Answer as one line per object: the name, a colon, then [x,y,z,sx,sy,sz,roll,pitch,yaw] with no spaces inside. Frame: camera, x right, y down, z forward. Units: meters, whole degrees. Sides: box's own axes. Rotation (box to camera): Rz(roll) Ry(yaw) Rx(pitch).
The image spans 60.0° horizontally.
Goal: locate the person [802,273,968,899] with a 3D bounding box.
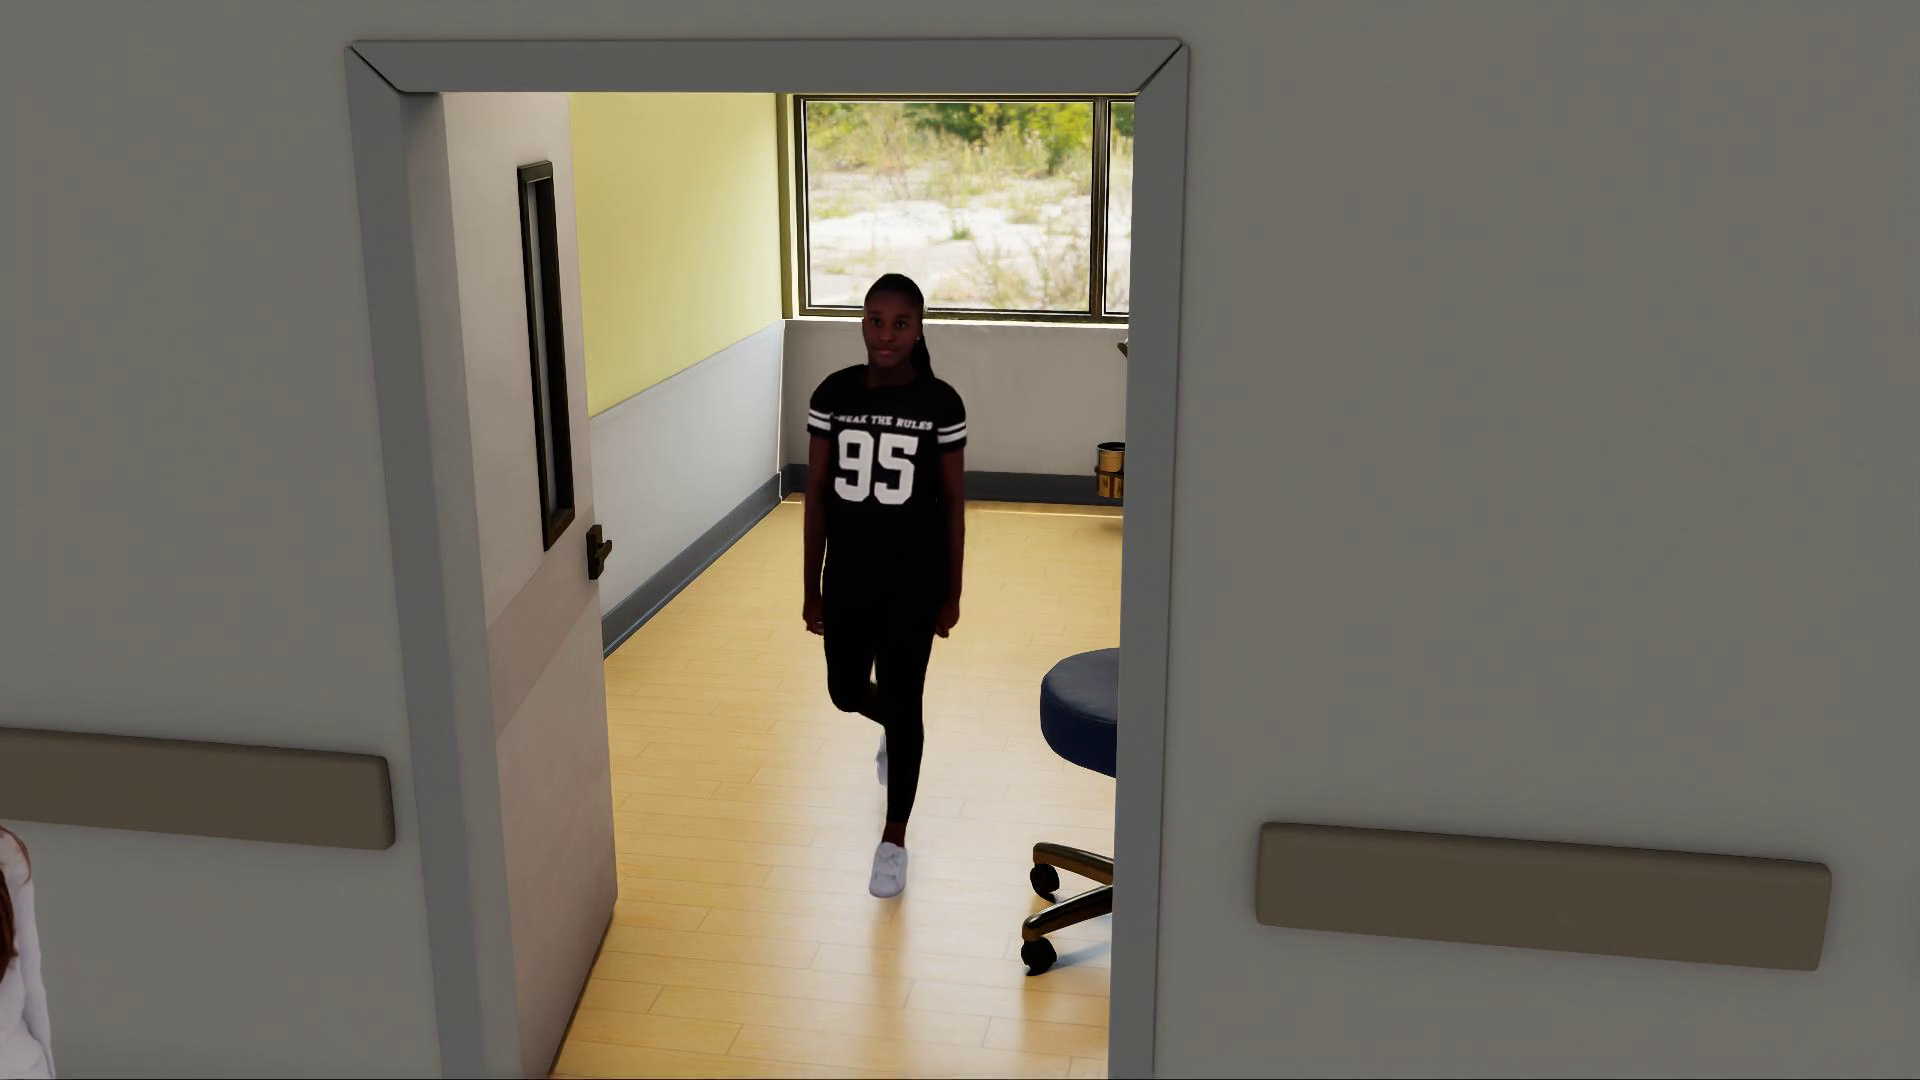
person: [-0.208,0.105,4.780,0.922,1.712,0.686,3,16,11]
